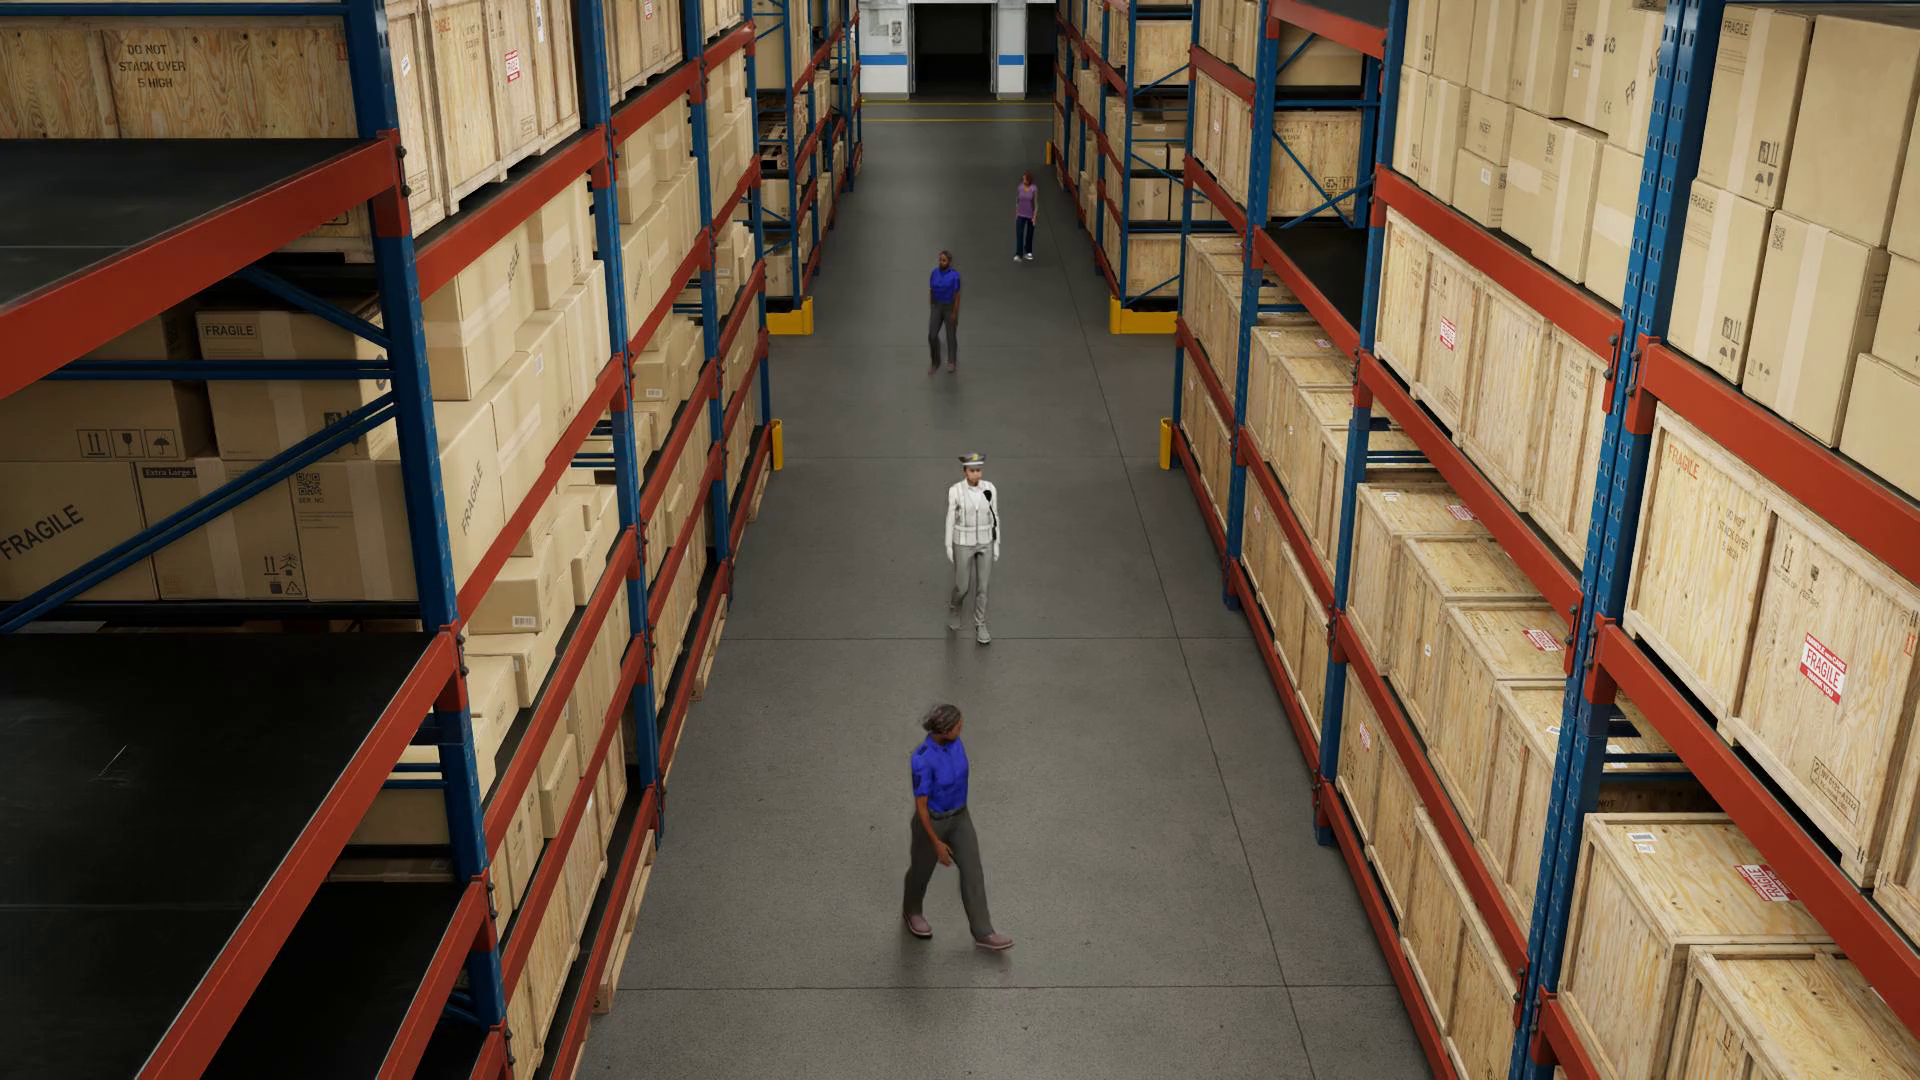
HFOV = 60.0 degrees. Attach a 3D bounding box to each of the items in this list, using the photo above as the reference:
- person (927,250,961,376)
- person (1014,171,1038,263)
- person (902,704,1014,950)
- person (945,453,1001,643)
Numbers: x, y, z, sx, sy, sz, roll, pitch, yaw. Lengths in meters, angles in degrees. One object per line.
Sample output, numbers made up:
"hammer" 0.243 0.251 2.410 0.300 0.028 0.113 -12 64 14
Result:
"person" -0.208 -3.067 22.426 0.456 1.675 0.478 7 22 16
"person" 1.163 -5.621 28.969 0.403 1.568 0.828 2 22 5
"person" -0.066 1.769 10.147 0.474 1.634 0.830 -19 28 -40
"person" 0.120 0.040 14.488 0.488 1.696 0.514 -6 22 -14
